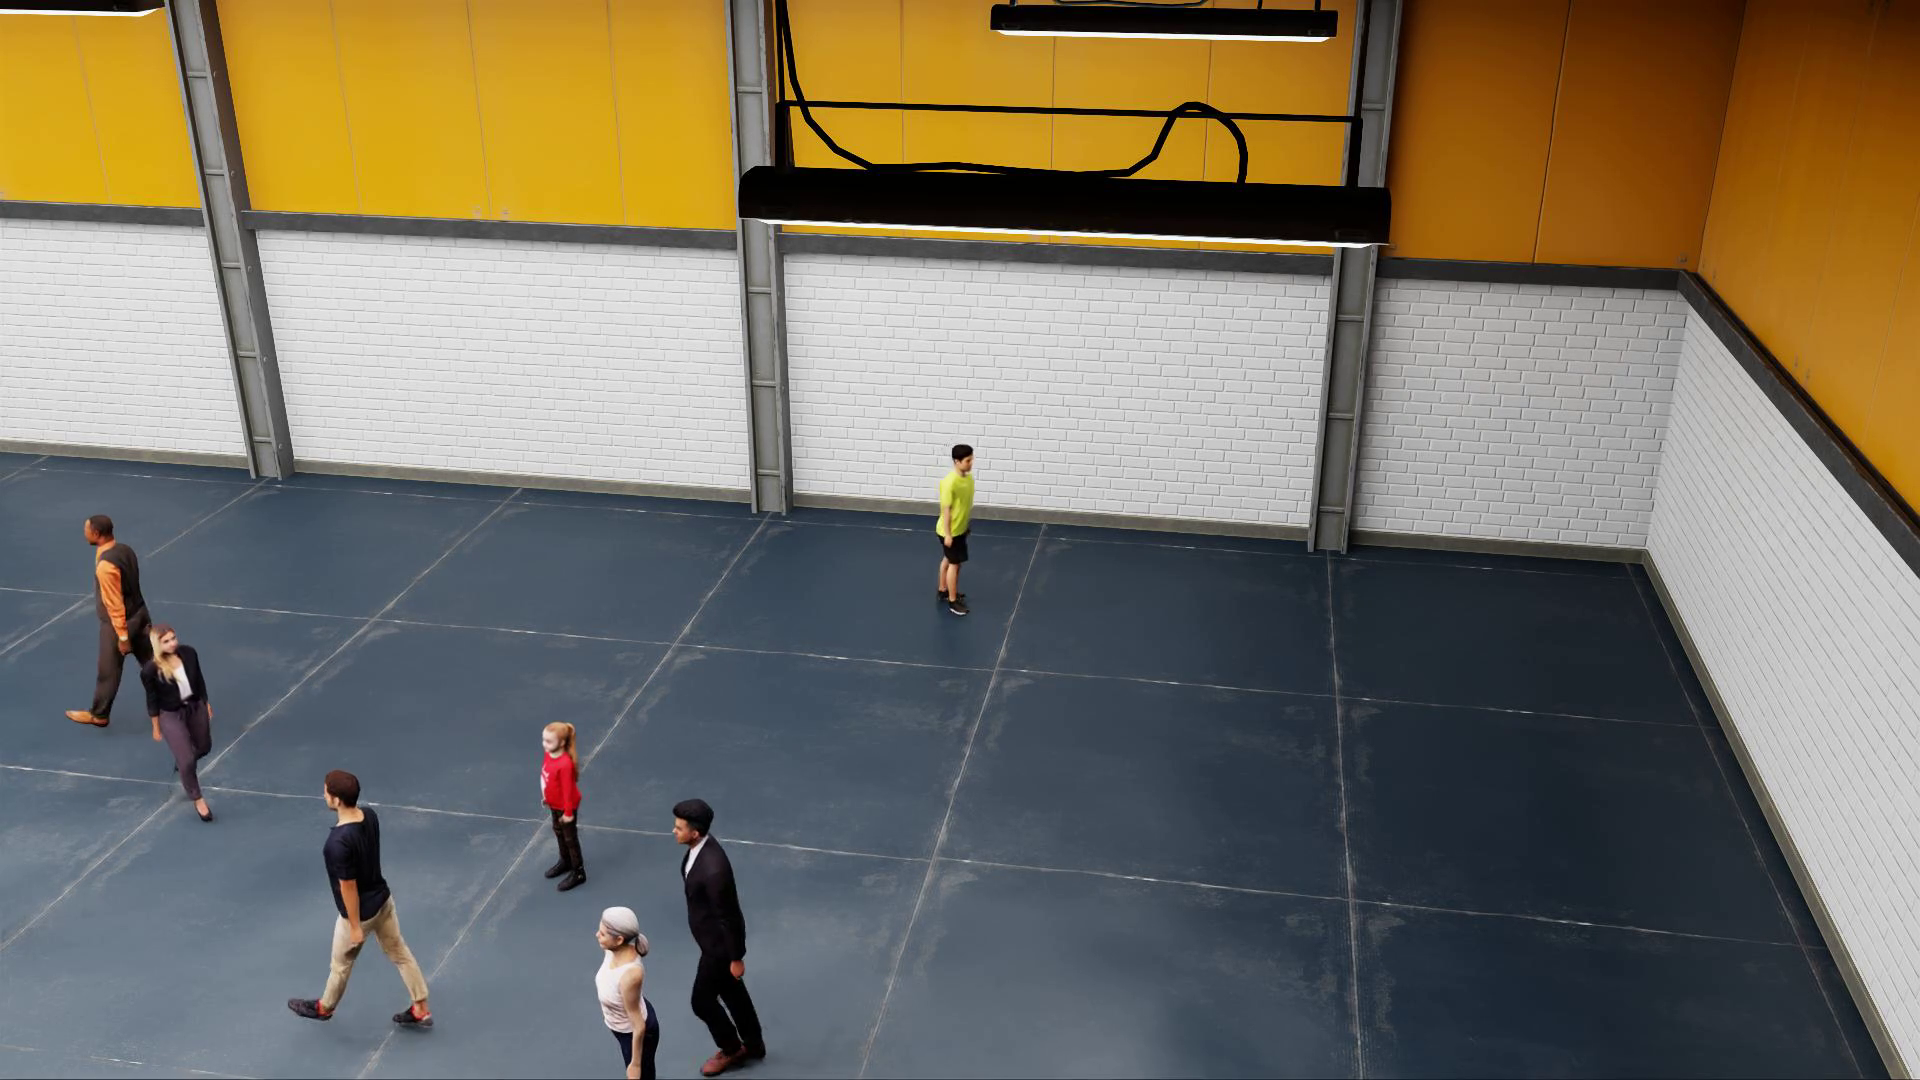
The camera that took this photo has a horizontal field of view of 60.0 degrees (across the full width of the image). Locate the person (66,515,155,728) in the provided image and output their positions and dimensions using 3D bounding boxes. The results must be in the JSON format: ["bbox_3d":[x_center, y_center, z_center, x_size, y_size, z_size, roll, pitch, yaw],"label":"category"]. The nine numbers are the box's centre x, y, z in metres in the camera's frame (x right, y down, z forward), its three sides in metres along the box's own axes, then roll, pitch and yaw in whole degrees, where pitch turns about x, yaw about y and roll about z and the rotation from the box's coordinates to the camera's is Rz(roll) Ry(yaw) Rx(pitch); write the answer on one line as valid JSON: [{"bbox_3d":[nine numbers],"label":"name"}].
[{"bbox_3d":[-6.737,0.692,13.646,1.233,1.872,0.911,-2,24,-4],"label":"person"}]

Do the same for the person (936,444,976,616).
[{"bbox_3d":[-0.083,-0.141,15.780,0.752,1.689,0.695,7,24,15],"label":"person"}]

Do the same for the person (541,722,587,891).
[{"bbox_3d":[-2.799,1.849,11.735,0.642,1.282,0.578,-17,29,-34],"label":"person"}]

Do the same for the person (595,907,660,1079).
[{"bbox_3d":[-1.792,2.737,9.181,0.706,1.701,0.689,-9,25,-20],"label":"person"}]

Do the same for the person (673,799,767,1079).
[{"bbox_3d":[-1.344,2.351,9.876,0.851,1.852,0.842,-7,25,-15],"label":"person"}]

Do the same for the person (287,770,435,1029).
[{"bbox_3d":[-3.545,2.251,10.150,1.098,1.815,0.680,4,24,8],"label":"person"}]

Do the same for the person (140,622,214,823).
[{"bbox_3d":[-5.864,1.327,12.471,0.944,1.650,0.819,15,28,30],"label":"person"}]
